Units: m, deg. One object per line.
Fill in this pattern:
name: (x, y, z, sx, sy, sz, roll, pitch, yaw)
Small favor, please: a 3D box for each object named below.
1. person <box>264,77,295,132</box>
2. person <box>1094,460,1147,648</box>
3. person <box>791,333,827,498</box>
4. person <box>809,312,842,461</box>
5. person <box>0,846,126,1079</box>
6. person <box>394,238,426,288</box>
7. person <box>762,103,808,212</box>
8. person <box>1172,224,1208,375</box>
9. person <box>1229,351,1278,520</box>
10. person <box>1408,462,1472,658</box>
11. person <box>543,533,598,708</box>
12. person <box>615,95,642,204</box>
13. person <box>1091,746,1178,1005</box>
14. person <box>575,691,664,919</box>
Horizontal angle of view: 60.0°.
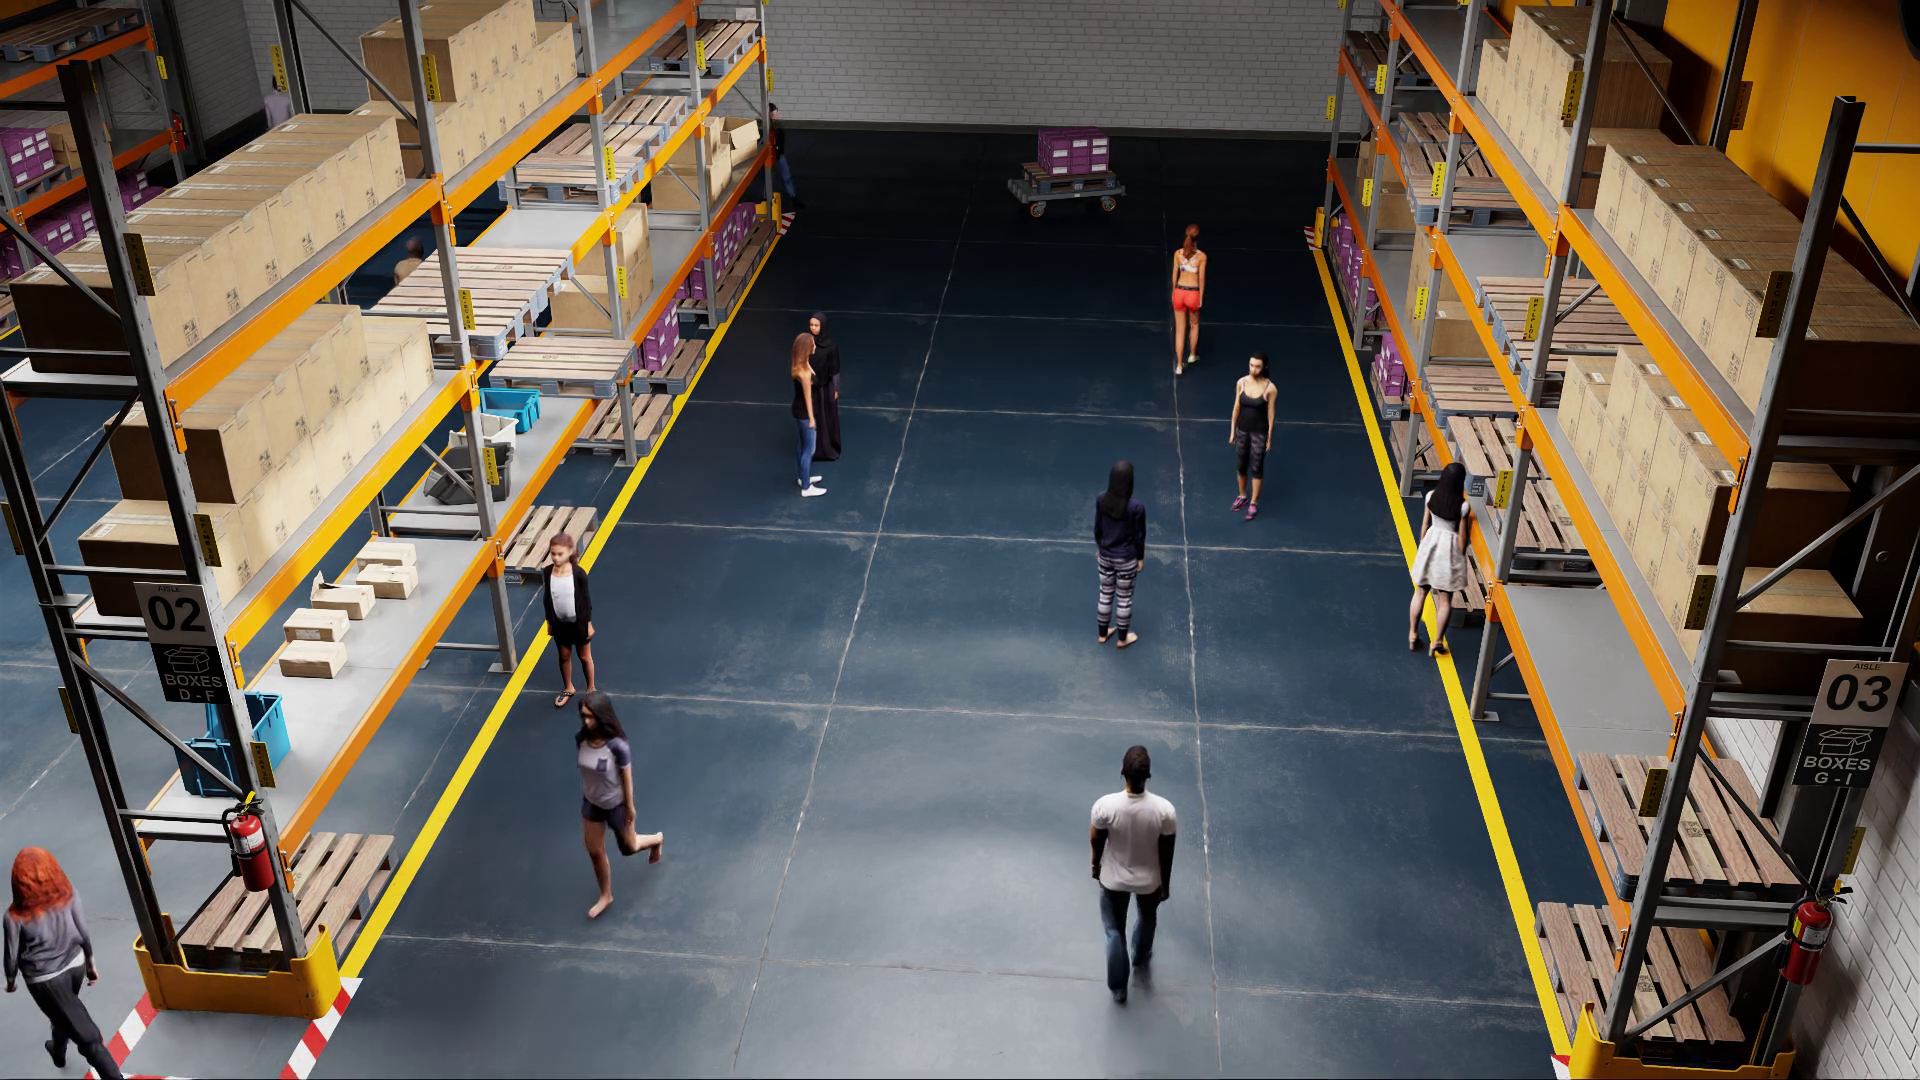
person: (-10.492, -6.257, 25.793, 0.698, 1.826, 0.640, 2, 29, 3)
person: (1.349, 0.112, 14.214, 0.679, 1.733, 0.658, 15, 32, 26)
person: (-1.564, -1.280, 16.778, 0.689, 1.720, 0.550, -7, 29, -12)
person: (-1.472, -1.633, 17.535, 0.652, 1.615, 0.650, 8, 30, 15)
person: (-5.159, 2.613, 9.650, 1.005, 1.712, 1.223, 14, 32, 25)
person: (-6.158, -2.514, 18.978, 0.841, 1.780, 1.173, 6, 29, 11)
person: (-2.877, -5.722, 24.974, 0.911, 1.671, 1.019, 11, 30, 19)
person: (2.644, -2.795, 19.507, 0.700, 1.767, 0.896, 9, 30, 16)
person: (2.891, -1.060, 16.357, 0.678, 1.739, 0.703, 16, 32, 27)
person: (4.071, 0.156, 14.096, 0.782, 1.769, 0.813, 21, 35, 33)
person: (-3.146, 0.638, 13.434, 0.538, 1.555, 0.532, 3, 29, 6)
person: (-5.000, -5.754, 24.839, 0.640, 1.857, 0.506, 2, 29, 4)
person: (1.068, 2.140, 10.377, 0.678, 1.847, 0.841, 2, 29, 3)
person: (-2.338, 1.731, 11.293, 0.812, 1.687, 1.029, 14, 32, 24)
